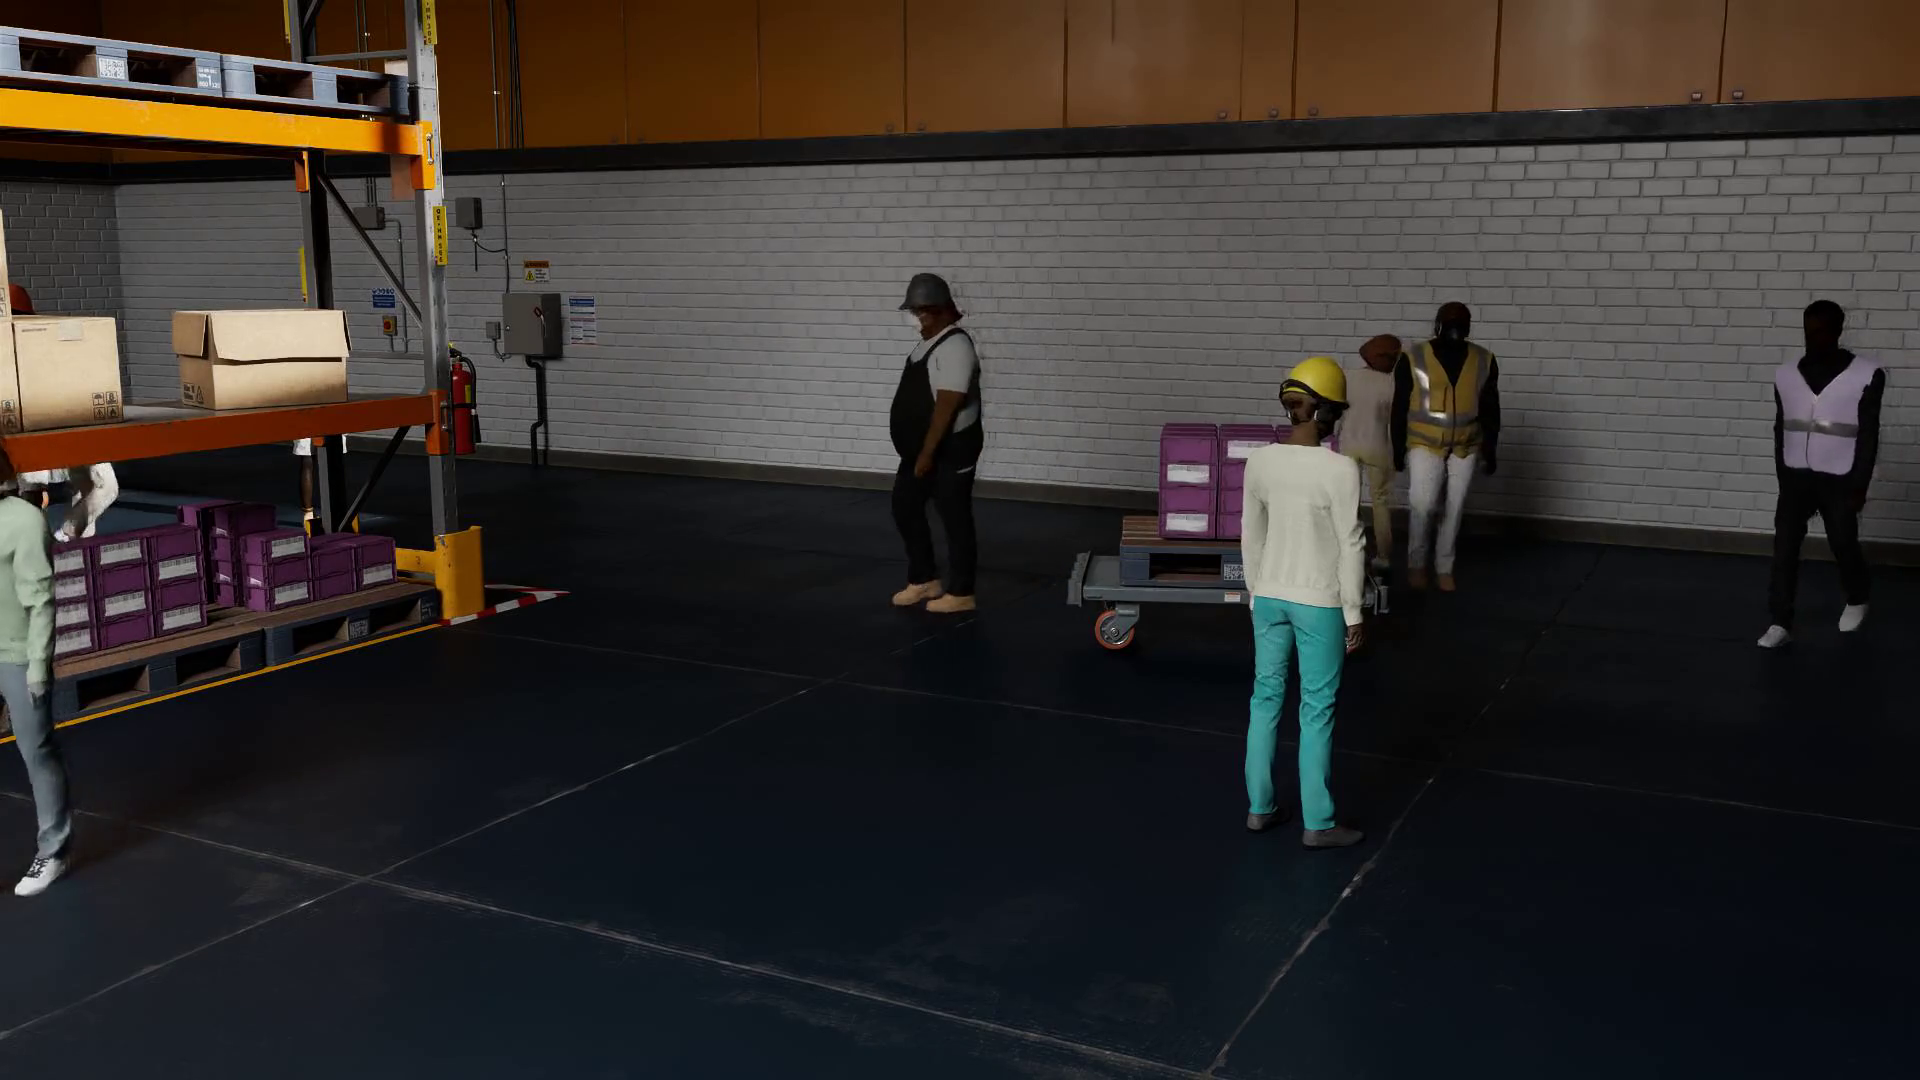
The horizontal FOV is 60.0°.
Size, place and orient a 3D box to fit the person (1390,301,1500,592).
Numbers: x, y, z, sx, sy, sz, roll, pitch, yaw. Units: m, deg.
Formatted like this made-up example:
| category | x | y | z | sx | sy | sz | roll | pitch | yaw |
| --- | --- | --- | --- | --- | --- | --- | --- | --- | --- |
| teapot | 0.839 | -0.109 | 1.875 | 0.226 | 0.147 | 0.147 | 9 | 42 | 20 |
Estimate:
| category | x | y | z | sx | sy | sz | roll | pitch | yaw |
| --- | --- | --- | --- | --- | --- | --- | --- | --- | --- |
| person | 3.030 | -0.569 | 10.404 | 0.636 | 1.828 | 0.477 | 0 | 10 | 0 |

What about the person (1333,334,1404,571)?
| category | x | y | z | sx | sy | sz | roll | pitch | yaw |
| --- | --- | --- | --- | --- | --- | --- | --- | --- | --- |
| person | 2.715 | -0.584 | 11.130 | 0.532 | 1.596 | 0.390 | 5 | 11 | 28 |

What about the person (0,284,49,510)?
| category | x | y | z | sx | sy | sz | roll | pitch | yaw |
| --- | --- | --- | --- | --- | --- | --- | --- | --- | --- |
| person | -5.942 | -0.640 | 10.508 | 0.542 | 1.929 | 0.368 | 4 | 11 | 23 |

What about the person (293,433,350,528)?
| category | x | y | z | sx | sy | sz | roll | pitch | yaw |
| --- | --- | --- | --- | --- | --- | --- | --- | --- | --- |
| person | -4.949 | -0.929 | 12.846 | 0.532 | 1.698 | 0.319 | 2 | 10 | 11 |

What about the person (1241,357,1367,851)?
| category | x | y | z | sx | sy | sz | roll | pitch | yaw |
| --- | --- | --- | --- | --- | --- | --- | --- | --- | --- |
| person | 1.242 | 0.228 | 5.976 | 0.325 | 1.760 | 0.523 | -8 | 13 | -40 |

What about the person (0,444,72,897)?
| category | x | y | z | sx | sy | sz | roll | pitch | yaw |
| --- | --- | --- | --- | --- | --- | --- | --- | --- | --- |
| person | -3.148 | 0.420 | 5.274 | 0.520 | 1.601 | 0.755 | 1 | 10 | 7 |

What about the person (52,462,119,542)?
| category | x | y | z | sx | sy | sz | roll | pitch | yaw |
| --- | --- | --- | --- | --- | --- | --- | --- | --- | --- |
| person | -6.017 | -0.644 | 11.404 | 0.534 | 1.621 | 0.411 | 9 | 13 | 41 |

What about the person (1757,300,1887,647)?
| category | x | y | z | sx | sy | sz | roll | pitch | yaw |
| --- | --- | --- | --- | --- | --- | --- | --- | --- | --- |
| person | 4.750 | -0.372 | 9.109 | 0.895 | 1.884 | 0.594 | -9 | 13 | -41 |

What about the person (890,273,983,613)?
| category | x | y | z | sx | sy | sz | roll | pitch | yaw |
| --- | --- | --- | --- | --- | --- | --- | --- | --- | --- |
| person | -0.168 | -0.570 | 9.775 | 0.610 | 2.000 | 0.687 | -4 | 11 | -22 |
